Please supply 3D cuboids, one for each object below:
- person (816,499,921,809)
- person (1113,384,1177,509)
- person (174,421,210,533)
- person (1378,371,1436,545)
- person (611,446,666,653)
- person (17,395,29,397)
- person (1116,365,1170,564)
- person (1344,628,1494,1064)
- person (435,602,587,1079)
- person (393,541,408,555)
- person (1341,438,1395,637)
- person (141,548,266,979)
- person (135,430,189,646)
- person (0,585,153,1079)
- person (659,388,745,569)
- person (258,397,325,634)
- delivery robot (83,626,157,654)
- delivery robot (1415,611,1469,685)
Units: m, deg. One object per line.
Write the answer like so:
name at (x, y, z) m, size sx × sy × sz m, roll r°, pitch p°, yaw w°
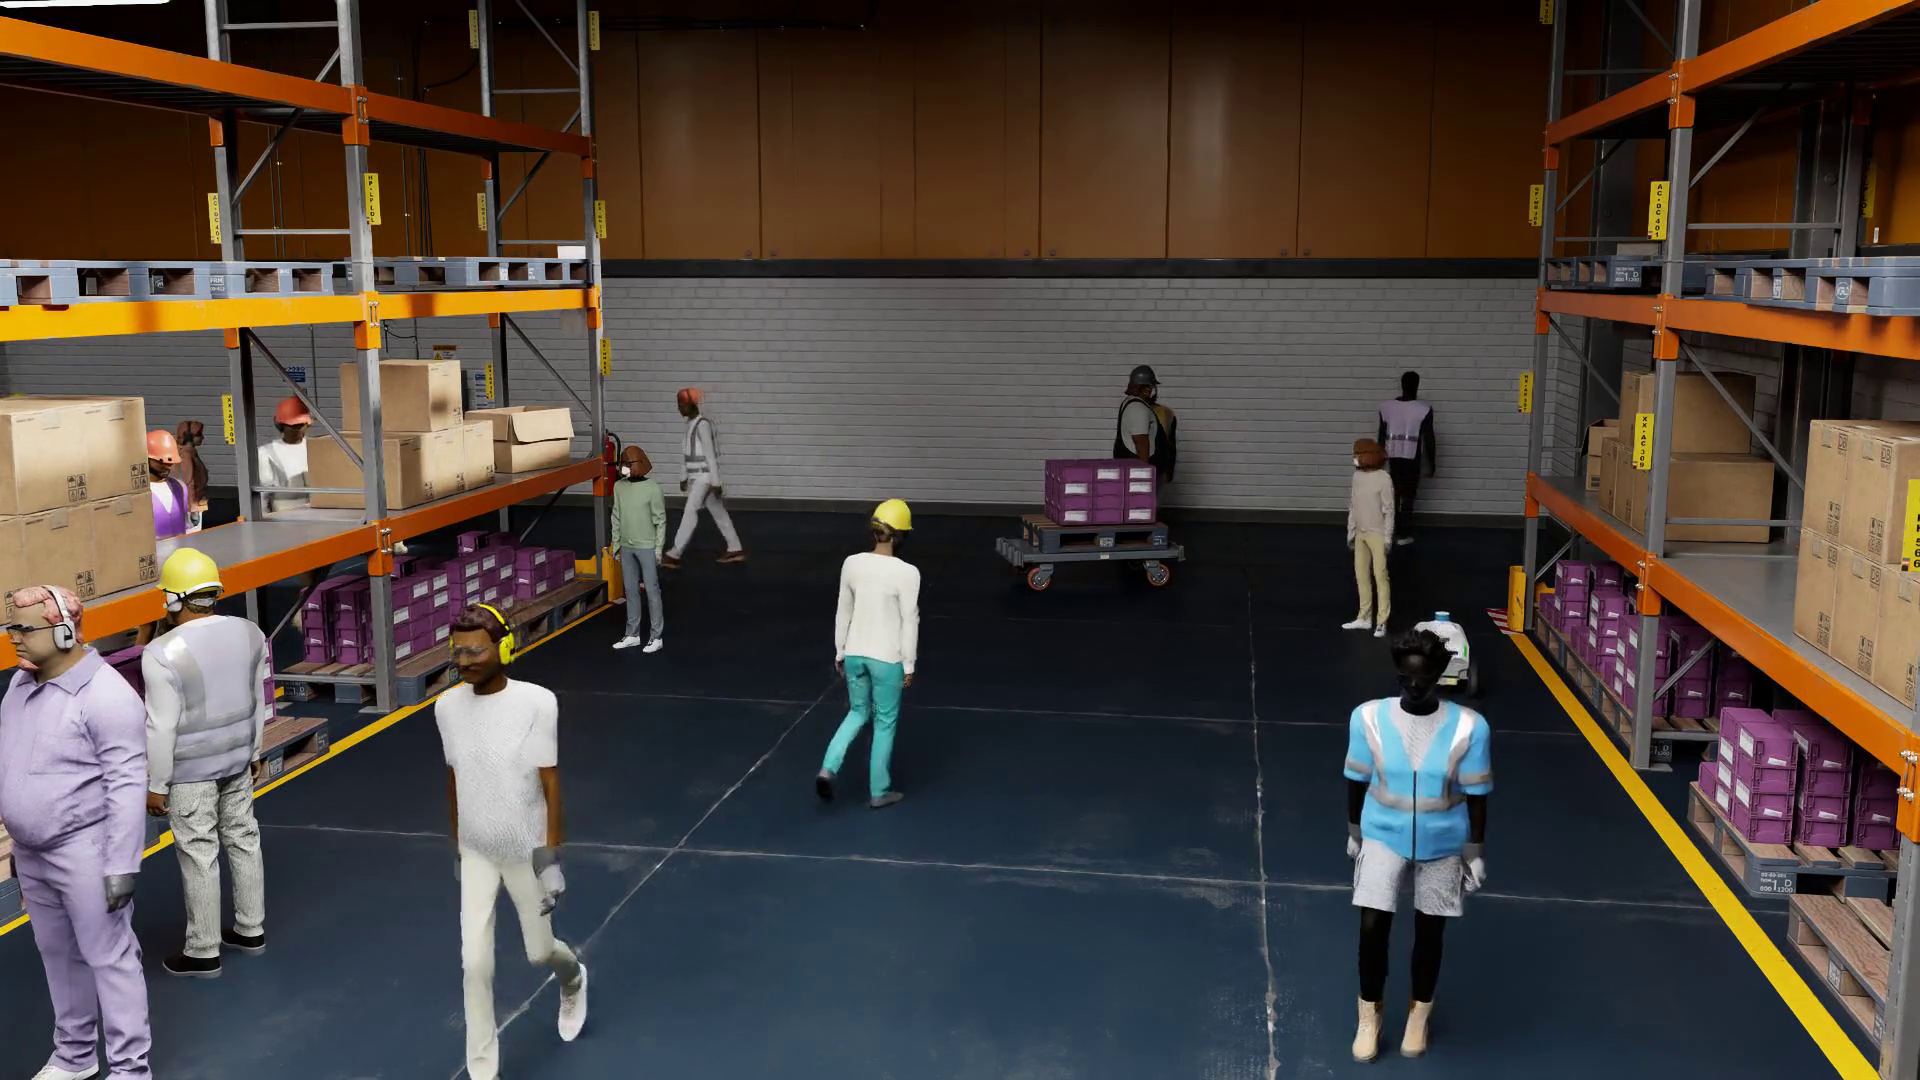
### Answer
person at (-0.482, 0.649, 9.140) m, size 0.538 × 1.742 × 0.565 m, roll 6°, pitch 11°, yaw 35°
person at (1.966, -0.805, 17.937) m, size 0.645 × 1.795 × 0.936 m, roll -2°, pitch 9°, yaw -10°
person at (-6.987, -0.269, 15.152) m, size 0.311 × 1.636 × 0.523 m, roll -4°, pitch 10°, yaw -24°
person at (4.877, -0.890, 18.158) m, size 0.607 × 1.902 × 0.469 m, roll 7°, pitch 12°, yaw 37°
person at (-2.530, 0.069, 13.072) m, size 0.505 × 1.632 × 0.269 m, roll 5°, pitch 11°, yaw 30°
person at (-8.402, -0.382, 15.105) m, size 0.978 × 1.870 × 0.610 m, roll 5°, pitch 11°, yaw 30°
person at (1.864, -0.761, 16.942) m, size 0.536 × 2.000 × 0.678 m, roll -1°, pitch 9°, yaw -6°
person at (1.699, 1.154, 6.220) m, size 0.546 × 1.676 × 0.515 m, roll 3°, pitch 10°, yaw 17°
person at (-1.621, 1.107, 6.048) m, size 0.526 × 1.848 × 0.838 m, roll 2°, pitch 9°, yaw 10°
person at (-6.093, -0.679, 17.492) m, size 0.538 × 1.695 × 0.319 m, roll -1°, pitch 9°, yaw -5°
person at (3.378, -0.017, 13.689) m, size 0.308 × 1.613 × 0.573 m, roll -4°, pitch 10°, yaw -24°
person at (-3.222, 0.941, 7.085) m, size 0.403 × 1.833 × 0.591 m, roll 4°, pitch 10°, yaw 23°
person at (-5.401, 0.214, 11.277) m, size 0.374 × 1.928 × 0.543 m, roll 4°, pitch 10°, yaw 23°
person at (-3.160, 1.099, 5.884) m, size 0.651 × 1.907 × 0.409 m, roll 5°, pitch 10°, yaw 27°
person at (-2.638, -0.626, 16.775) m, size 1.023 × 1.827 × 0.653 m, roll -3°, pitch 10°, yaw -20°
person at (-5.259, -0.155, 13.333) m, size 0.688 × 1.995 × 0.679 m, roll 7°, pitch 12°, yaw 37°
delivery robot at (-6.221, 0.715, 12.119) m, size 0.477 × 0.478 × 0.707 m, roll 4°, pitch 10°, yaw 22°
delivery robot at (3.437, 0.754, 11.878) m, size 0.477 × 0.478 × 0.707 m, roll 2°, pitch 9°, yaw 12°
